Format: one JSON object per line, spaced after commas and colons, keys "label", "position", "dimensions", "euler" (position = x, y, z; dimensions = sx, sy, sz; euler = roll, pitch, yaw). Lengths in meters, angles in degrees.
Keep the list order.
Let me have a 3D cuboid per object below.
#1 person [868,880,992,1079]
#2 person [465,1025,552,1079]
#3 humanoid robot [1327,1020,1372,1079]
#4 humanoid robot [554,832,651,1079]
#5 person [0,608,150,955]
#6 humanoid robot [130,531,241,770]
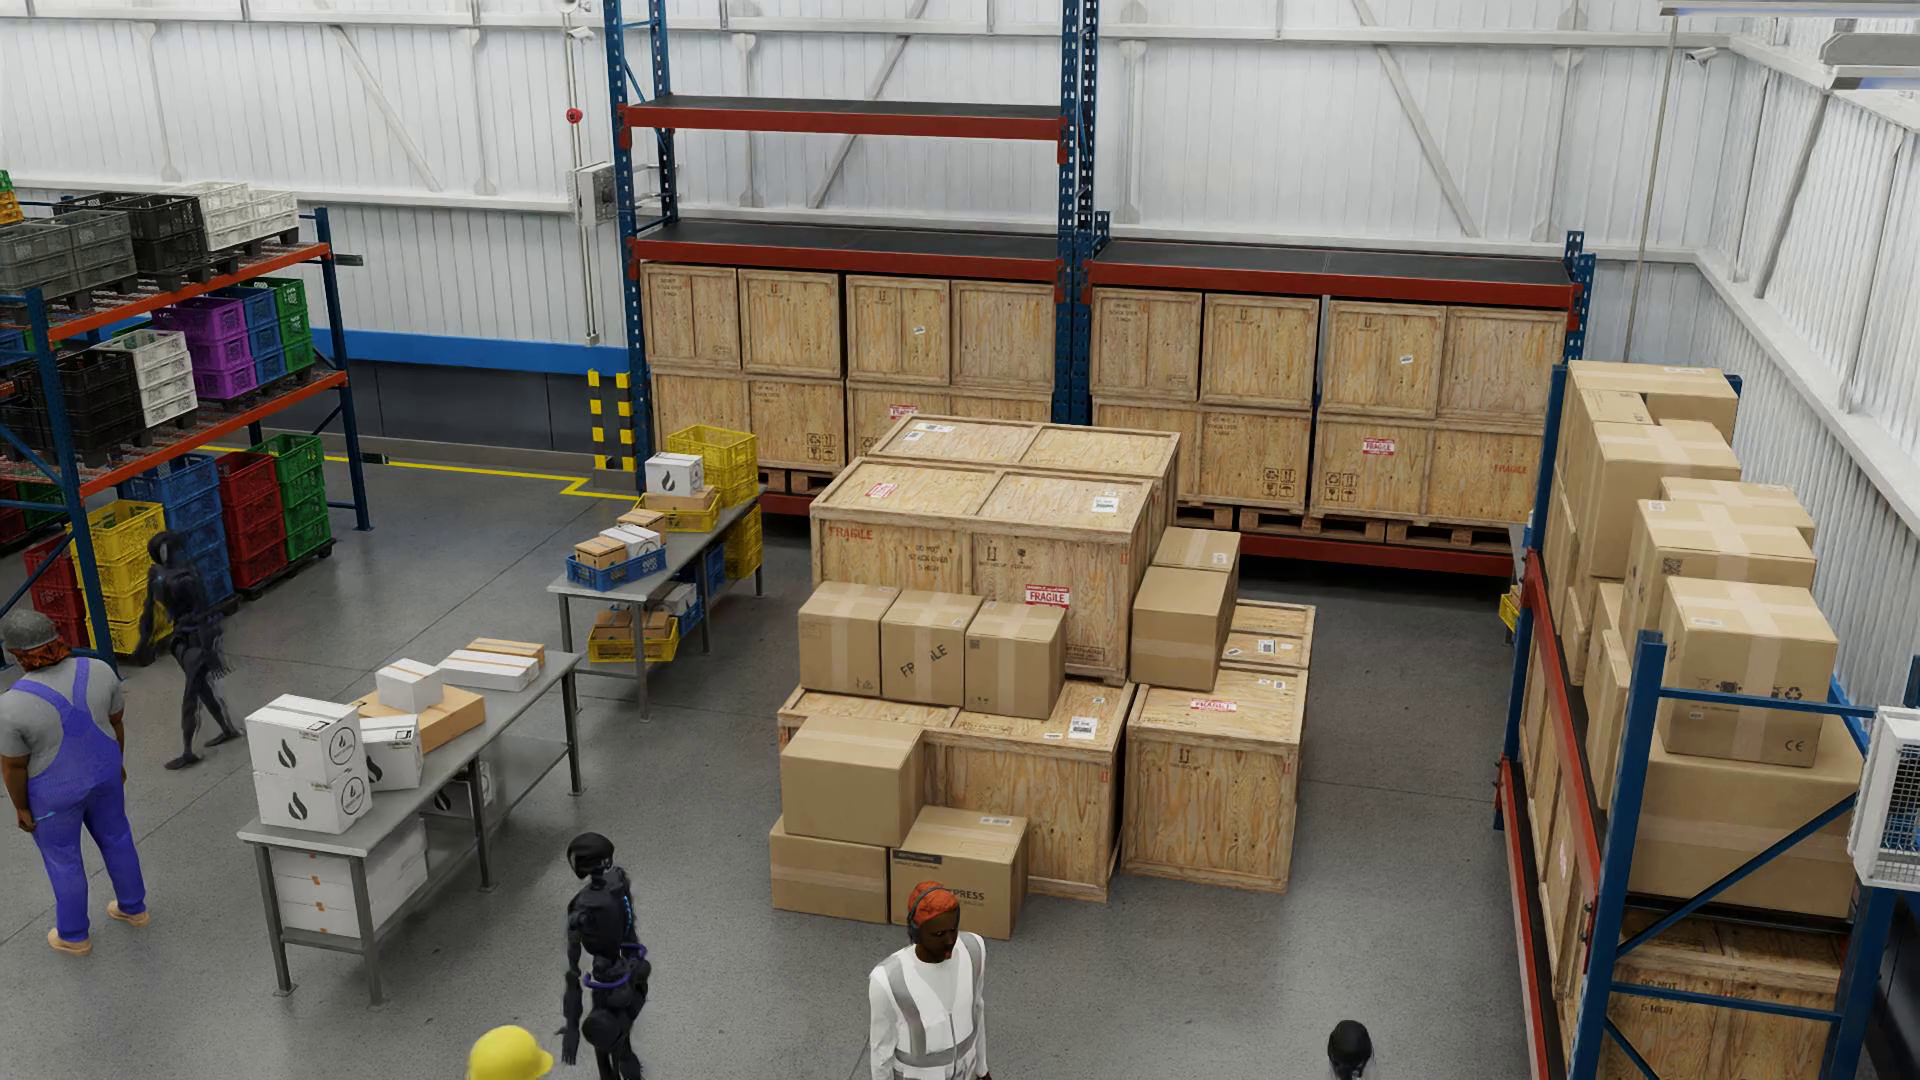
{"label": "person", "position": [-0.111, 2.252, 6.894], "dimensions": [0.573, 1.882, 0.355], "euler": [-16, 26, -35]}
{"label": "person", "position": [-1.592, 2.579, 5.986], "dimensions": [0.589, 1.924, 0.382], "euler": [17, 27, 37]}
{"label": "humanoid robot", "position": [1.427, 2.601, 6.289], "dimensions": [0.557, 1.631, 0.518], "euler": [-1, 21, -2]}
{"label": "humanoid robot", "position": [-1.623, 2.085, 7.615], "dimensions": [0.348, 1.651, 0.593], "euler": [5, 21, 12]}
{"label": "person", "position": [-4.935, 1.302, 9.162], "dimensions": [0.535, 2.000, 0.678], "euler": [13, 24, 30]}
{"label": "humanoid robot", "position": [-5.282, 0.712, 11.233], "dimensions": [0.608, 1.631, 0.695], "euler": [16, 26, 36]}
